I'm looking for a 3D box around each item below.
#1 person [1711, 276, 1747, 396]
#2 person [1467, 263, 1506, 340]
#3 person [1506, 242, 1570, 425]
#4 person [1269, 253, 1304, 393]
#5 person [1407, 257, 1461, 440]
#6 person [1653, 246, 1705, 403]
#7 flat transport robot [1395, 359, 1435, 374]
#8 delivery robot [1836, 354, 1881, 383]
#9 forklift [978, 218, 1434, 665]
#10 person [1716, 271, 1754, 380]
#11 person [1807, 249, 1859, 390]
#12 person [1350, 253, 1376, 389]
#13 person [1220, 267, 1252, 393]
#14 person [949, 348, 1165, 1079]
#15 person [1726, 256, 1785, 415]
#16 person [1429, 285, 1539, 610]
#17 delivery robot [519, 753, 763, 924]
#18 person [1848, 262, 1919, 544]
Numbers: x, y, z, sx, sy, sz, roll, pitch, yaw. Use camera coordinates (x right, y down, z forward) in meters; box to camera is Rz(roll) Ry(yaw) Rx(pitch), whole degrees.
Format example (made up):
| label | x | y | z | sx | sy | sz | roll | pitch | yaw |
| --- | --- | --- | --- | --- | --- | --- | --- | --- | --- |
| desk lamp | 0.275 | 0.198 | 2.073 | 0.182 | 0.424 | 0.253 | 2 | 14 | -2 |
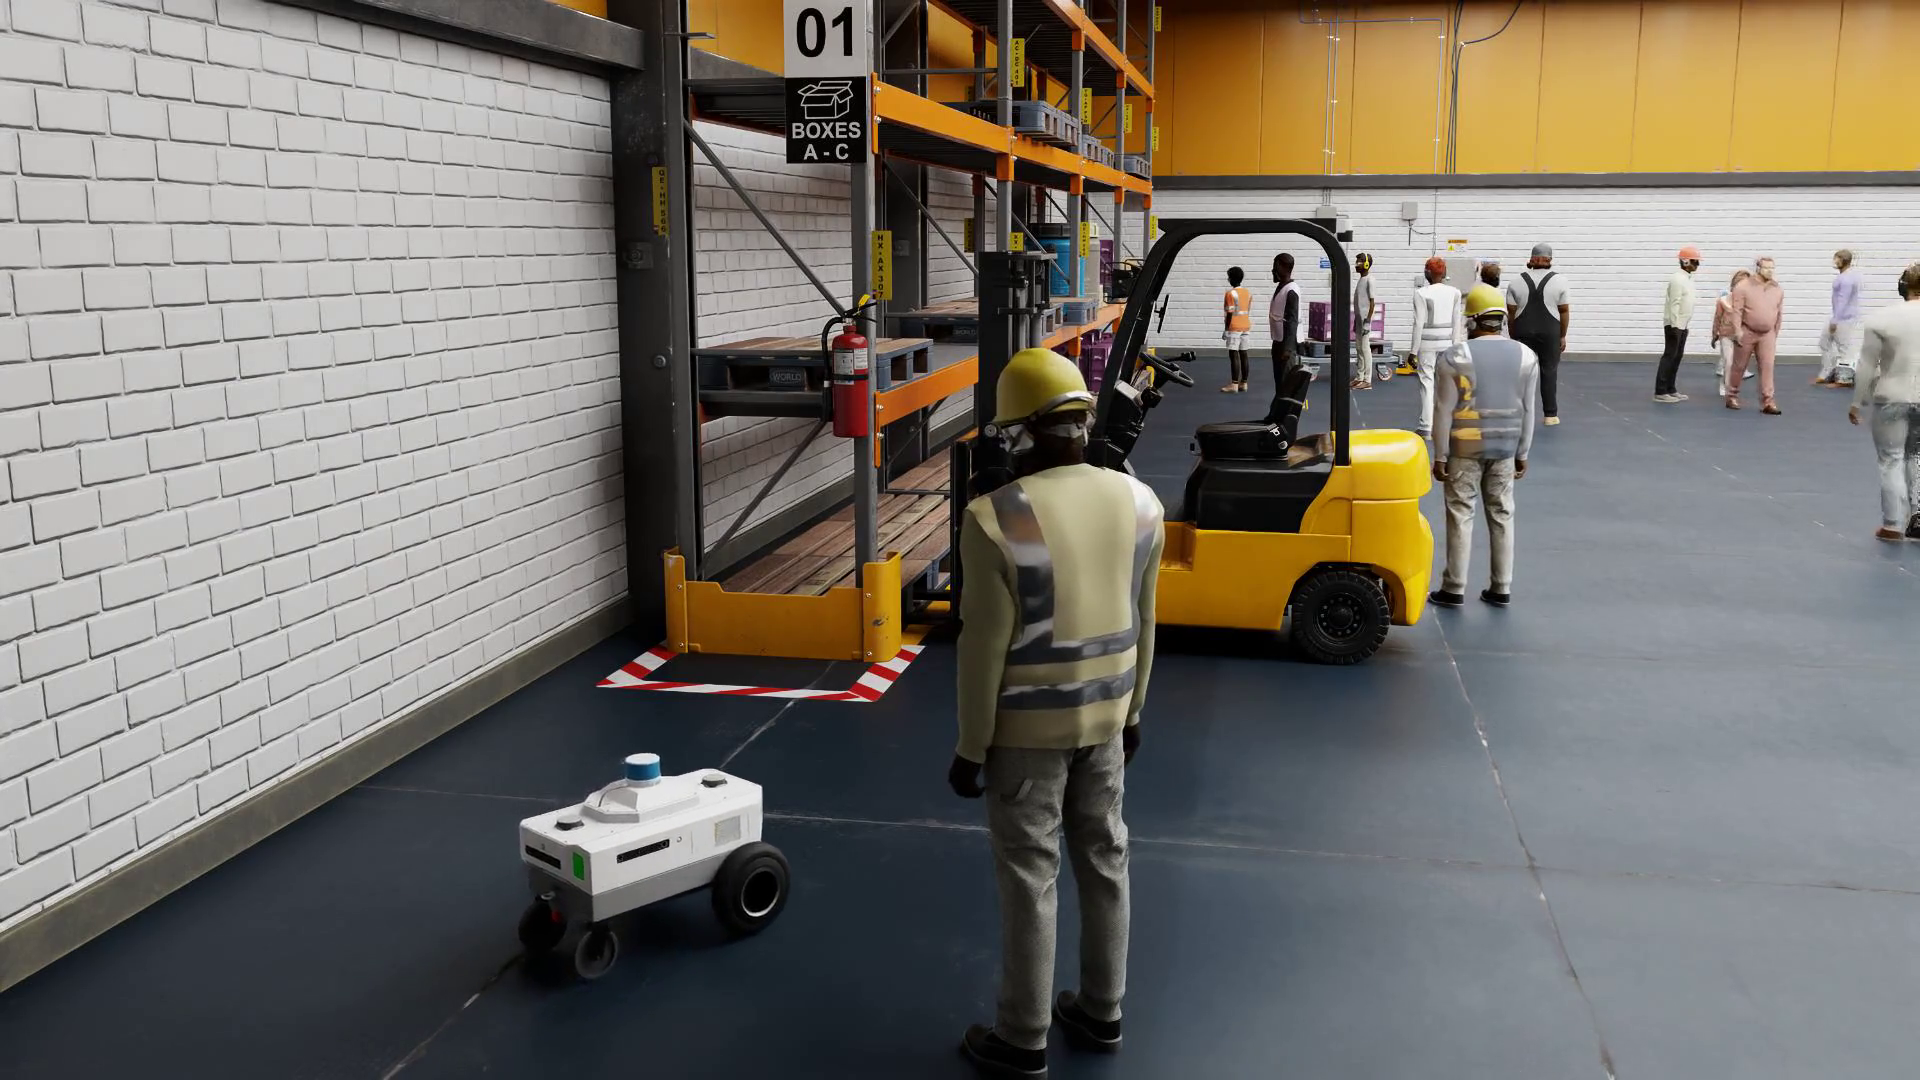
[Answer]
| label | x | y | z | sx | sy | sz | roll | pitch | yaw |
| --- | --- | --- | --- | --- | --- | --- | --- | --- | --- |
| person | 10.030 | -2.634 | 21.604 | 0.526 | 1.601 | 0.842 | 1 | 10 | 6 |
| person | 6.133 | -2.327 | 19.392 | 0.433 | 1.798 | 0.691 | 1 | 10 | 6 |
| person | 6.469 | -2.311 | 18.616 | 0.678 | 2.000 | 0.537 | 6 | 12 | 28 |
| person | 3.472 | -2.103 | 17.811 | 0.393 | 1.920 | 0.591 | -1 | 10 | -4 |
| person | 4.899 | -1.975 | 17.202 | 0.584 | 1.882 | 0.337 | -4 | 11 | -22 |
| person | 9.151 | -2.730 | 21.102 | 0.431 | 1.981 | 0.629 | 8 | 13 | 39 |
| flat transport robot | 7.368 | -2.626 | 25.194 | 1.431 | 0.197 | 0.652 | 4 | 11 | 20 |
| delivery robot | 12.441 | -2.396 | 22.900 | 0.707 | 0.478 | 0.477 | -4 | 11 | -19 |
| forklift | 1.285 | -0.567 | 8.635 | 2.313 | 2.155 | 1.214 | 2 | 11 | 11 |
| person | 11.506 | -3.174 | 24.564 | 0.526 | 1.593 | 0.857 | -4 | 11 | -19 |
| person | 11.981 | -3.022 | 22.840 | 0.697 | 1.917 | 0.662 | 4 | 11 | 23 |
| person | 5.542 | -3.015 | 22.943 | 0.329 | 1.873 | 0.512 | -1 | 10 | -6 |
| person | 3.722 | -2.826 | 22.395 | 0.321 | 1.692 | 0.530 | 10 | 14 | 42 |
| person | 0.221 | 0.438 | 4.143 | 0.586 | 1.823 | 0.403 | -7 | 13 | -34 |
| person | 9.538 | -2.455 | 19.926 | 0.650 | 1.863 | 0.928 | 1 | 10 | 3 |
| person | 2.938 | -0.518 | 9.382 | 0.589 | 1.824 | 0.403 | -1 | 10 | -8 |
| delivery robot | -0.937 | 0.879 | 4.945 | 0.477 | 0.478 | 0.707 | 10 | 14 | 43 |
| person | 6.441 | -0.925 | 11.342 | 0.631 | 1.919 | 0.432 | 1 | 10 | 7 |
